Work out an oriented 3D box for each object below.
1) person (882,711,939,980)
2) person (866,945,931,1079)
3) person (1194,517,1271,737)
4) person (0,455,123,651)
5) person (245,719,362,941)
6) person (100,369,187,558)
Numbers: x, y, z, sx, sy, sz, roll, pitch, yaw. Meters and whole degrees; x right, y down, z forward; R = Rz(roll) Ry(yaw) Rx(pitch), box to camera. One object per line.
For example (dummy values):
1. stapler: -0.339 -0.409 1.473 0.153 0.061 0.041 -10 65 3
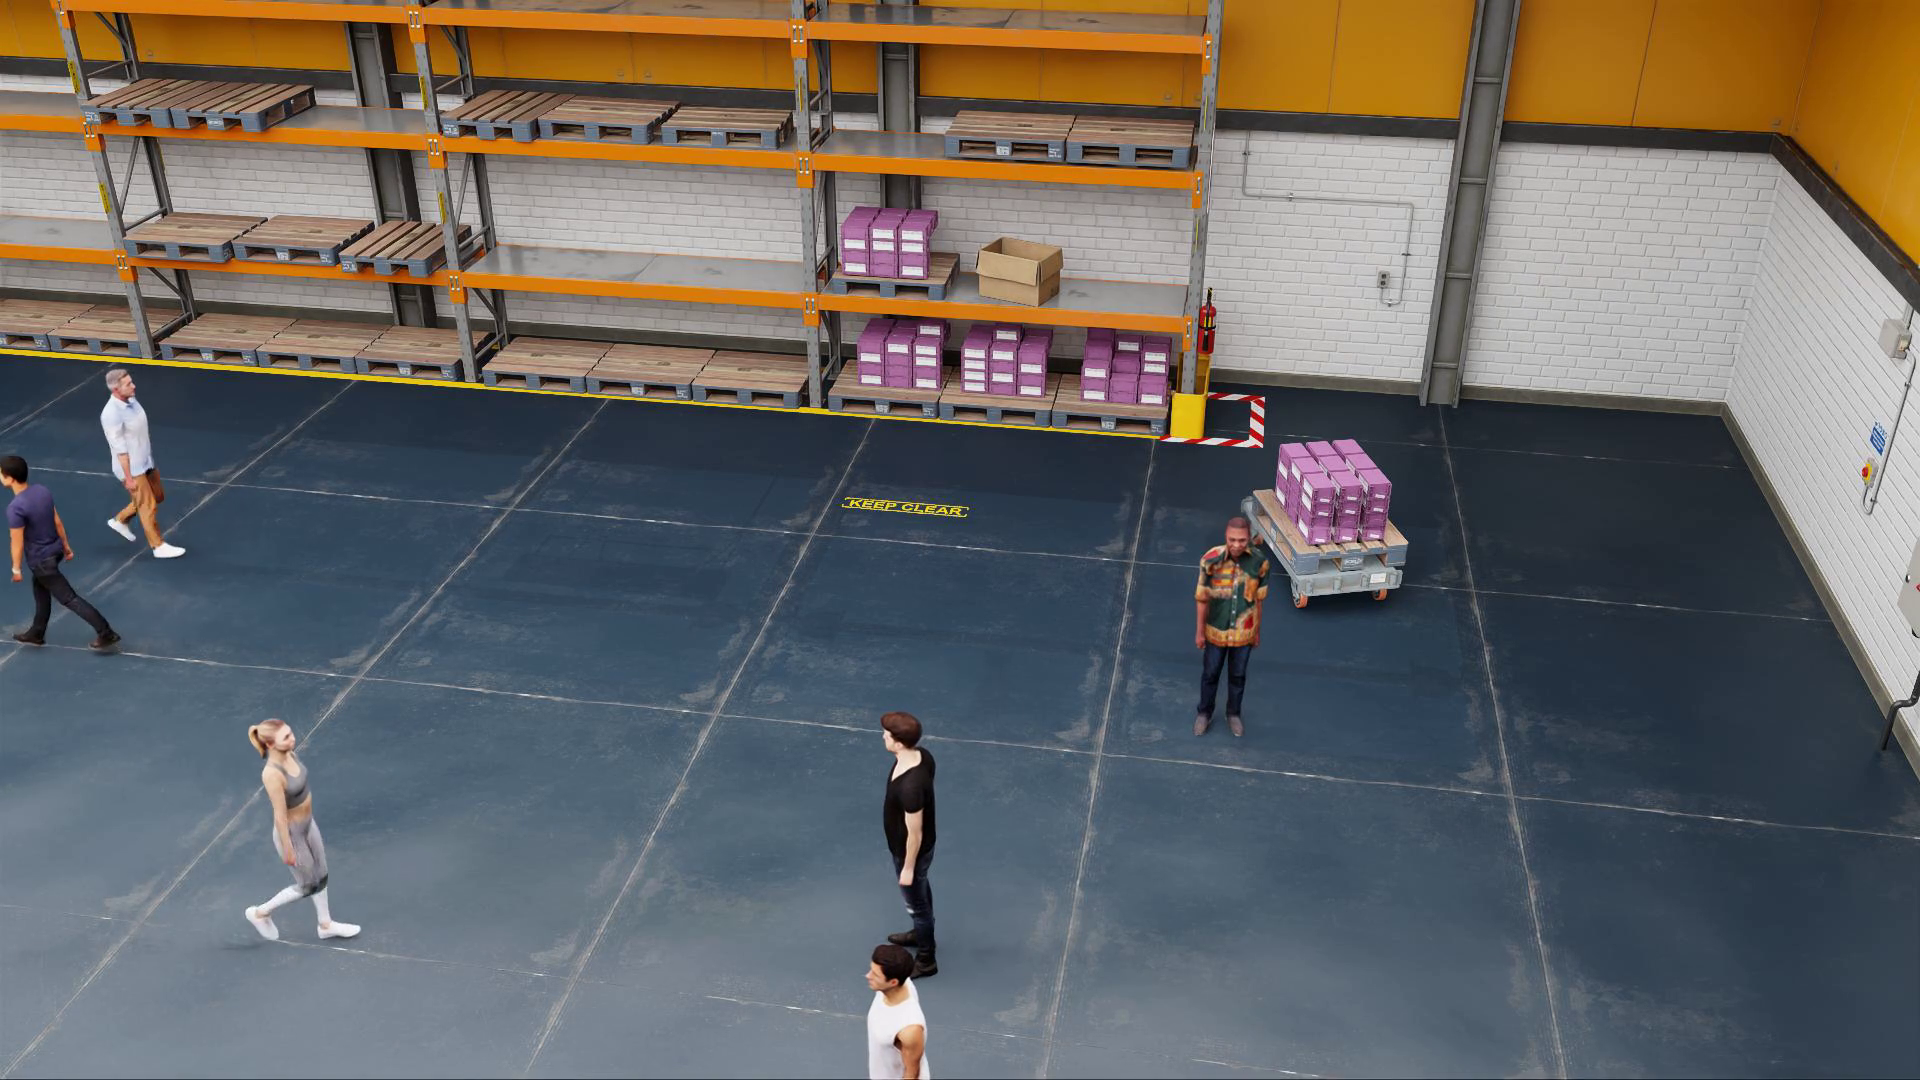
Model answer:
1. person: -0.285 1.848 10.109 0.616 1.894 0.720 -1 29 -1
2. person: -0.296 2.767 8.535 0.722 1.788 0.725 -7 29 -13
3. person: 2.016 0.636 12.423 0.635 1.807 0.791 1 29 2
4. person: -7.270 0.157 13.363 1.204 1.747 0.787 1 29 1
5. person: -4.213 1.833 10.351 0.949 1.689 0.717 -3 29 -6
6. person: -7.429 -0.669 14.809 0.991 1.811 0.809 -1 29 -2
